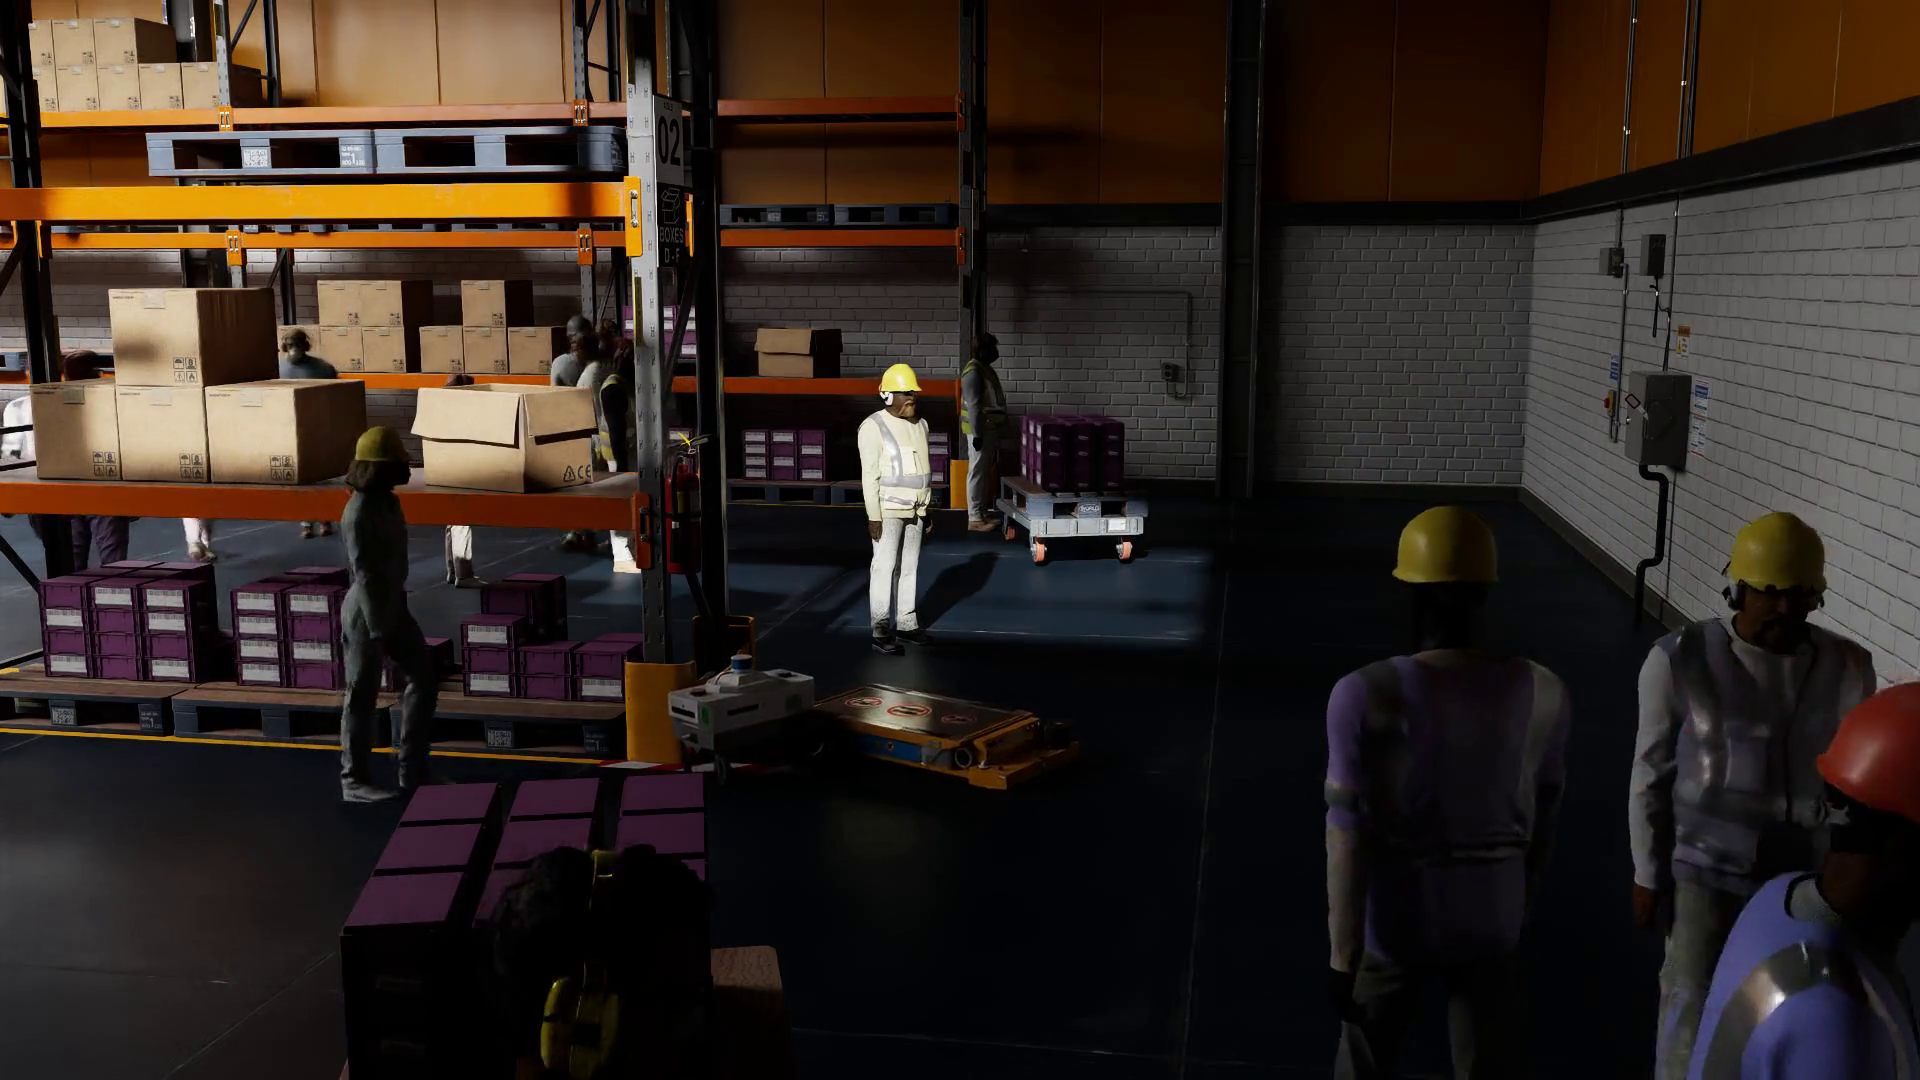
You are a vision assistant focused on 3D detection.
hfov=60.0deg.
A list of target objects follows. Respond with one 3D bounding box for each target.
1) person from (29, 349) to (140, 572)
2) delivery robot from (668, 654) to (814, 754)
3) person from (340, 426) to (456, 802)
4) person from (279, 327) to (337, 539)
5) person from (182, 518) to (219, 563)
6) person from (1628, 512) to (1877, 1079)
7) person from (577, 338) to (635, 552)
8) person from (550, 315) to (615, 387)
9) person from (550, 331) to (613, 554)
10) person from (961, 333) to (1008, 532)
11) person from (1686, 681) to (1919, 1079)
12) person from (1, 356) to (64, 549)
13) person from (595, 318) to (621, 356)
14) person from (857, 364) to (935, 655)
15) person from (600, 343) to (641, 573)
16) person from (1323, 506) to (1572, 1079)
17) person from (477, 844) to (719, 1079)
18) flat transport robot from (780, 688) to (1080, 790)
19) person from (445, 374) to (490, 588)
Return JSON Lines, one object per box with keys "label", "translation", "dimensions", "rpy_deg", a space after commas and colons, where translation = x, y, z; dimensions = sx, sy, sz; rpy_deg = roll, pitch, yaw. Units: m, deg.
{"label": "person", "translation": [-5.702, -0.295, 10.934], "dimensions": [0.652, 1.906, 0.403], "rpy_deg": [0, 9, -1]}
{"label": "delivery robot", "translation": [-1.053, 0.797, 8.043], "dimensions": [0.707, 0.478, 0.477], "rpy_deg": [-9, 13, -44]}
{"label": "person", "translation": [-2.547, 0.349, 7.477], "dimensions": [0.630, 1.718, 0.510], "rpy_deg": [1, 9, 4]}
{"label": "person", "translation": [-5.906, -0.950, 14.950], "dimensions": [0.638, 1.916, 0.501], "rpy_deg": [-2, 9, -13]}
{"label": "person", "translation": [-6.405, -0.780, 13.874], "dimensions": [0.625, 1.944, 0.965], "rpy_deg": [-5, 10, -28]}
{"label": "person", "translation": [2.024, 0.836, 4.237], "dimensions": [0.606, 1.826, 0.442], "rpy_deg": [1, 9, 4]}
{"label": "person", "translation": [-2.910, -0.805, 14.264], "dimensions": [0.843, 1.857, 0.585], "rpy_deg": [-6, 11, -33]}
{"label": "person", "translation": [-3.552, -1.140, 15.759], "dimensions": [0.692, 2.000, 0.803], "rpy_deg": [-6, 11, -34]}
{"label": "person", "translation": [-3.218, -0.826, 14.221], "dimensions": [0.827, 1.902, 0.666], "rpy_deg": [-1, 9, -6]}
{"label": "person", "translation": [0.228, -1.009, 15.559], "dimensions": [0.429, 1.842, 0.635], "rpy_deg": [2, 9, 12]}
{"label": "person", "translation": [1.210, 1.113, 2.269], "dimensions": [0.991, 1.869, 0.583], "rpy_deg": [5, 11, 29]}
{"label": "person", "translation": [-6.062, -0.314, 11.054], "dimensions": [0.557, 1.911, 0.789], "rpy_deg": [-2, 9, -13]}
{"label": "person", "translation": [-3.574, -1.275, 16.910], "dimensions": [0.370, 1.940, 0.630], "rpy_deg": [1, 9, 8]}
{"label": "person", "translation": [-0.381, -0.203, 10.584], "dimensions": [0.404, 1.833, 0.590], "rpy_deg": [7, 12, 37]}
{"label": "person", "translation": [-2.668, -0.662, 13.428], "dimensions": [0.430, 1.839, 0.619], "rpy_deg": [0, 9, 2]}
{"label": "person", "translation": [1.103, 0.852, 3.905], "dimensions": [0.595, 1.875, 0.957], "rpy_deg": [-1, 9, -6]}
{"label": "person", "translation": [-0.429, 1.225, 1.746], "dimensions": [0.699, 1.828, 0.549], "rpy_deg": [7, 11, 35]}
{"label": "flat transport robot", "translation": [-0.181, 0.951, 8.261], "dimensions": [1.431, 0.197, 0.652], "rpy_deg": [6, 11, 35]}
{"label": "person", "translation": [-3.812, -0.450, 12.726], "dimensions": [0.309, 1.636, 0.522], "rpy_deg": [-5, 10, -28]}
